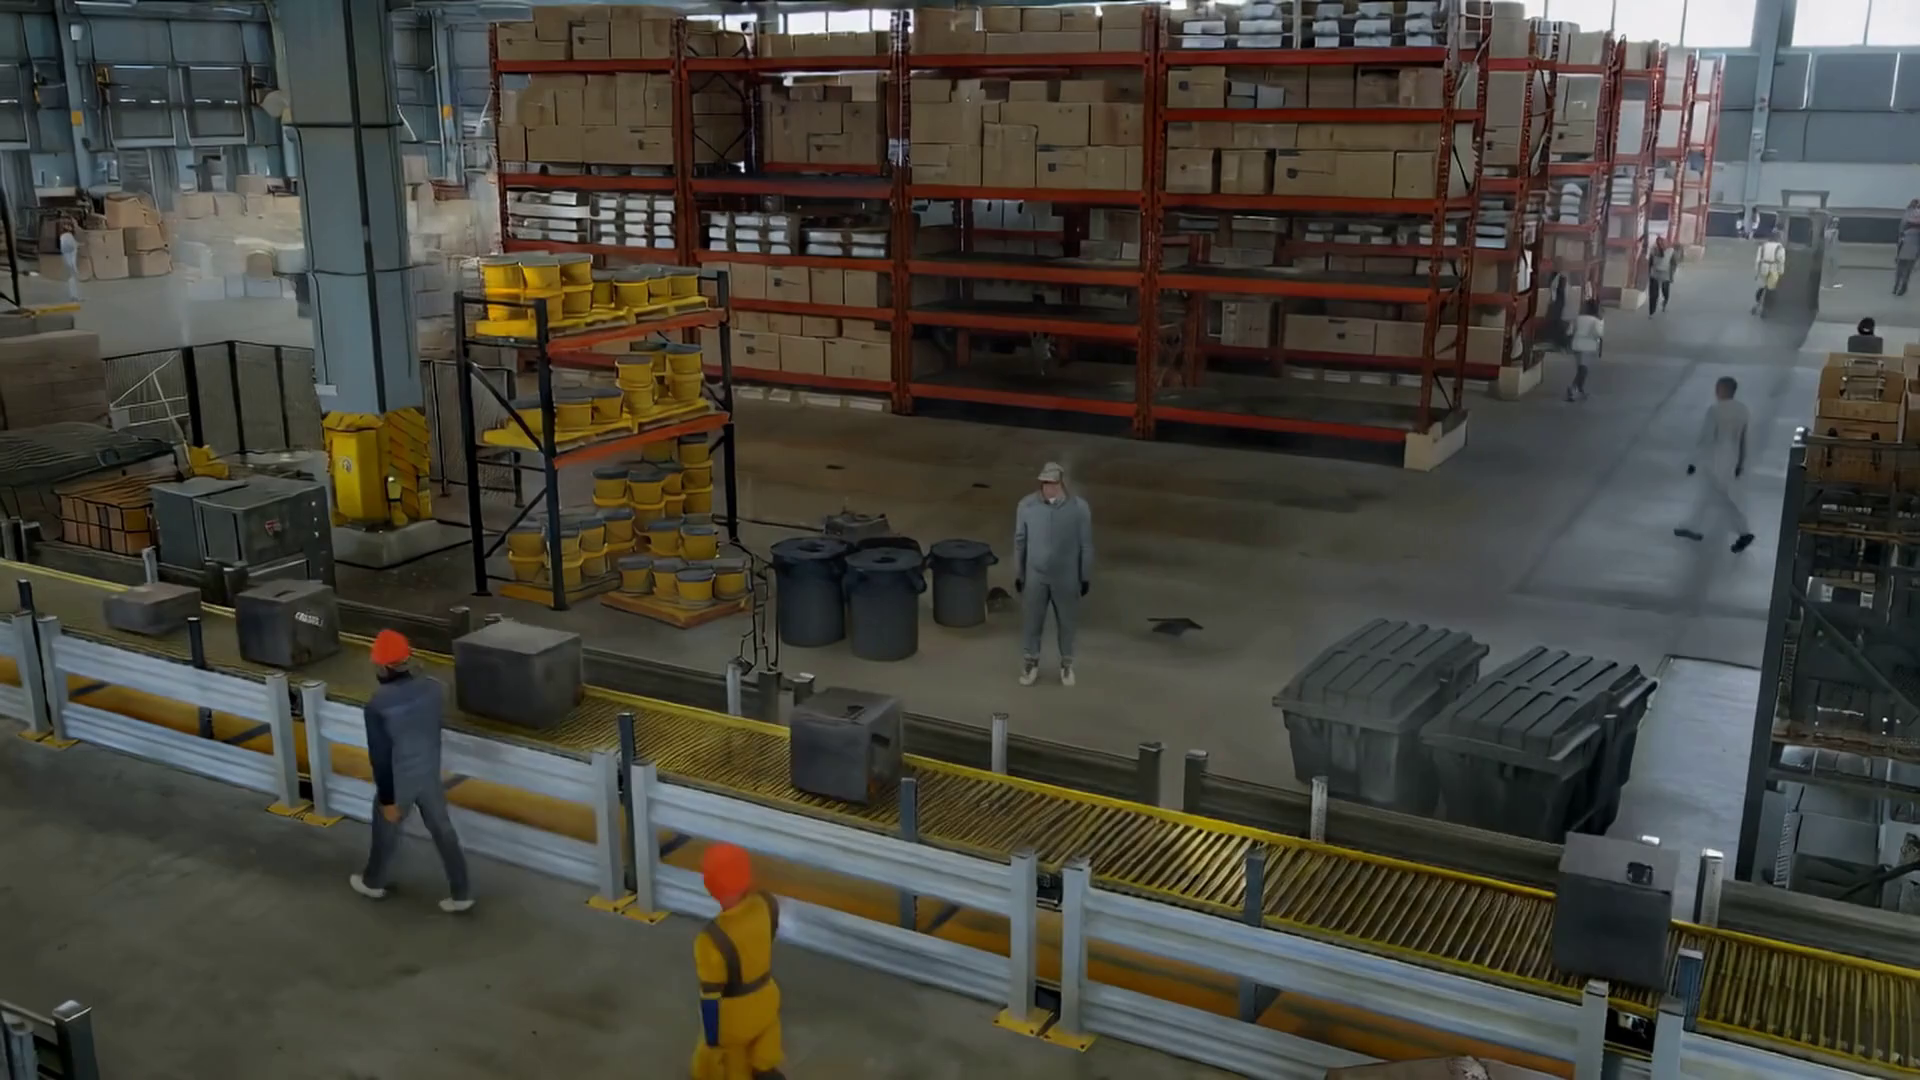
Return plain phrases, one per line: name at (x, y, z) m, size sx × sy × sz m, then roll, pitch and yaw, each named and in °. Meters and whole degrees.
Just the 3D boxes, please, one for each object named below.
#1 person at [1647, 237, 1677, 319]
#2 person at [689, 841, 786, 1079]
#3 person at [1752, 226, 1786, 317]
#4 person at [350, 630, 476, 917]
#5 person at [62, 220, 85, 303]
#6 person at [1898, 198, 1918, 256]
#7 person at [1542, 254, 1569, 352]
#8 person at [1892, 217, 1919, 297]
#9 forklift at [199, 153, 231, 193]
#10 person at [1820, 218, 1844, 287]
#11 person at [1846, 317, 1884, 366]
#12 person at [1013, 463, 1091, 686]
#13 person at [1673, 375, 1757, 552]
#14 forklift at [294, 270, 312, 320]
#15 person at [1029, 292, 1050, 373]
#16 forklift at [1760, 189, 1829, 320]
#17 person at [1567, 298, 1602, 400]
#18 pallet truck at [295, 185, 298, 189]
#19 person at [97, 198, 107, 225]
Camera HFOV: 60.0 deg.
person at (15.729, -5.889, 37.306) m, size 0.616 × 1.805 × 0.889 m, roll 8°, pitch 17°, yaw 28°
person at (-0.926, 2.129, 7.399) m, size 0.718 × 1.674 × 0.537 m, roll 10°, pitch 18°, yaw 32°
person at (18.146, -6.011, 37.339) m, size 0.613 × 2.026 × 0.657 m, roll 14°, pitch 21°, yaw 43°
person at (-3.321, 1.394, 9.984) m, size 0.961 × 1.787 × 0.600 m, roll 9°, pitch 17°, yaw 31°
person at (-21.393, -6.704, 40.053) m, size 0.362 × 1.963 × 0.614 m, roll -8°, pitch 17°, yaw -27°
person at (28.428, -9.258, 49.787) m, size 0.402 × 1.901 × 0.649 m, roll 1°, pitch 15°, yaw 5°
person at (11.541, -4.582, 32.197) m, size 0.447 × 1.901 × 0.613 m, roll 1°, pitch 15°, yaw 6°
person at (23.489, -7.020, 41.257) m, size 0.619 × 1.962 × 0.476 m, roll 4°, pitch 16°, yaw 16°
forklift at (-27.440, -12.865, 61.464) m, size 1.873 × 2.768 × 1.129 m, roll 8°, pitch 17°, yaw 28°
person at (22.576, -7.468, 43.280) m, size 1.005 × 1.793 × 0.564 m, roll -2°, pitch 15°, yaw -7°
person at (13.798, -2.616, 25.413) m, size 0.499 × 1.591 × 0.853 m, roll 9°, pitch 17°, yaw 30°
person at (0.764, 0.288, 13.889) m, size 0.651 × 1.904 × 0.402 m, roll 2°, pitch 15°, yaw 7°
person at (8.371, -0.843, 18.167) m, size 0.642 × 1.908 × 0.975 m, roll -10°, pitch 18°, yaw -33°
forklift at (-13.681, -6.246, 36.579) m, size 1.873 × 2.768 × 1.129 m, roll 8°, pitch 17°, yaw 28°
person at (1.326, -3.259, 27.619) m, size 0.315 × 1.696 × 0.540 m, roll -8°, pitch 17°, yaw -27°
forklift at (18.868, -6.476, 37.445) m, size 1.129 × 2.768 × 1.873 m, roll 8°, pitch 17°, yaw 28°
person at (10.100, -3.087, 27.041) m, size 0.730 × 1.671 × 0.538 m, roll -11°, pitch 18°, yaw -35°
pallet truck at (-26.804, -14.617, 69.738) m, size 1.885 × 1.965 × 0.823 m, roll -14°, pitch 20°, yaw -42°
person at (-26.095, -9.520, 50.869) m, size 0.343 × 1.847 × 0.506 m, roll 2°, pitch 15°, yaw 7°
